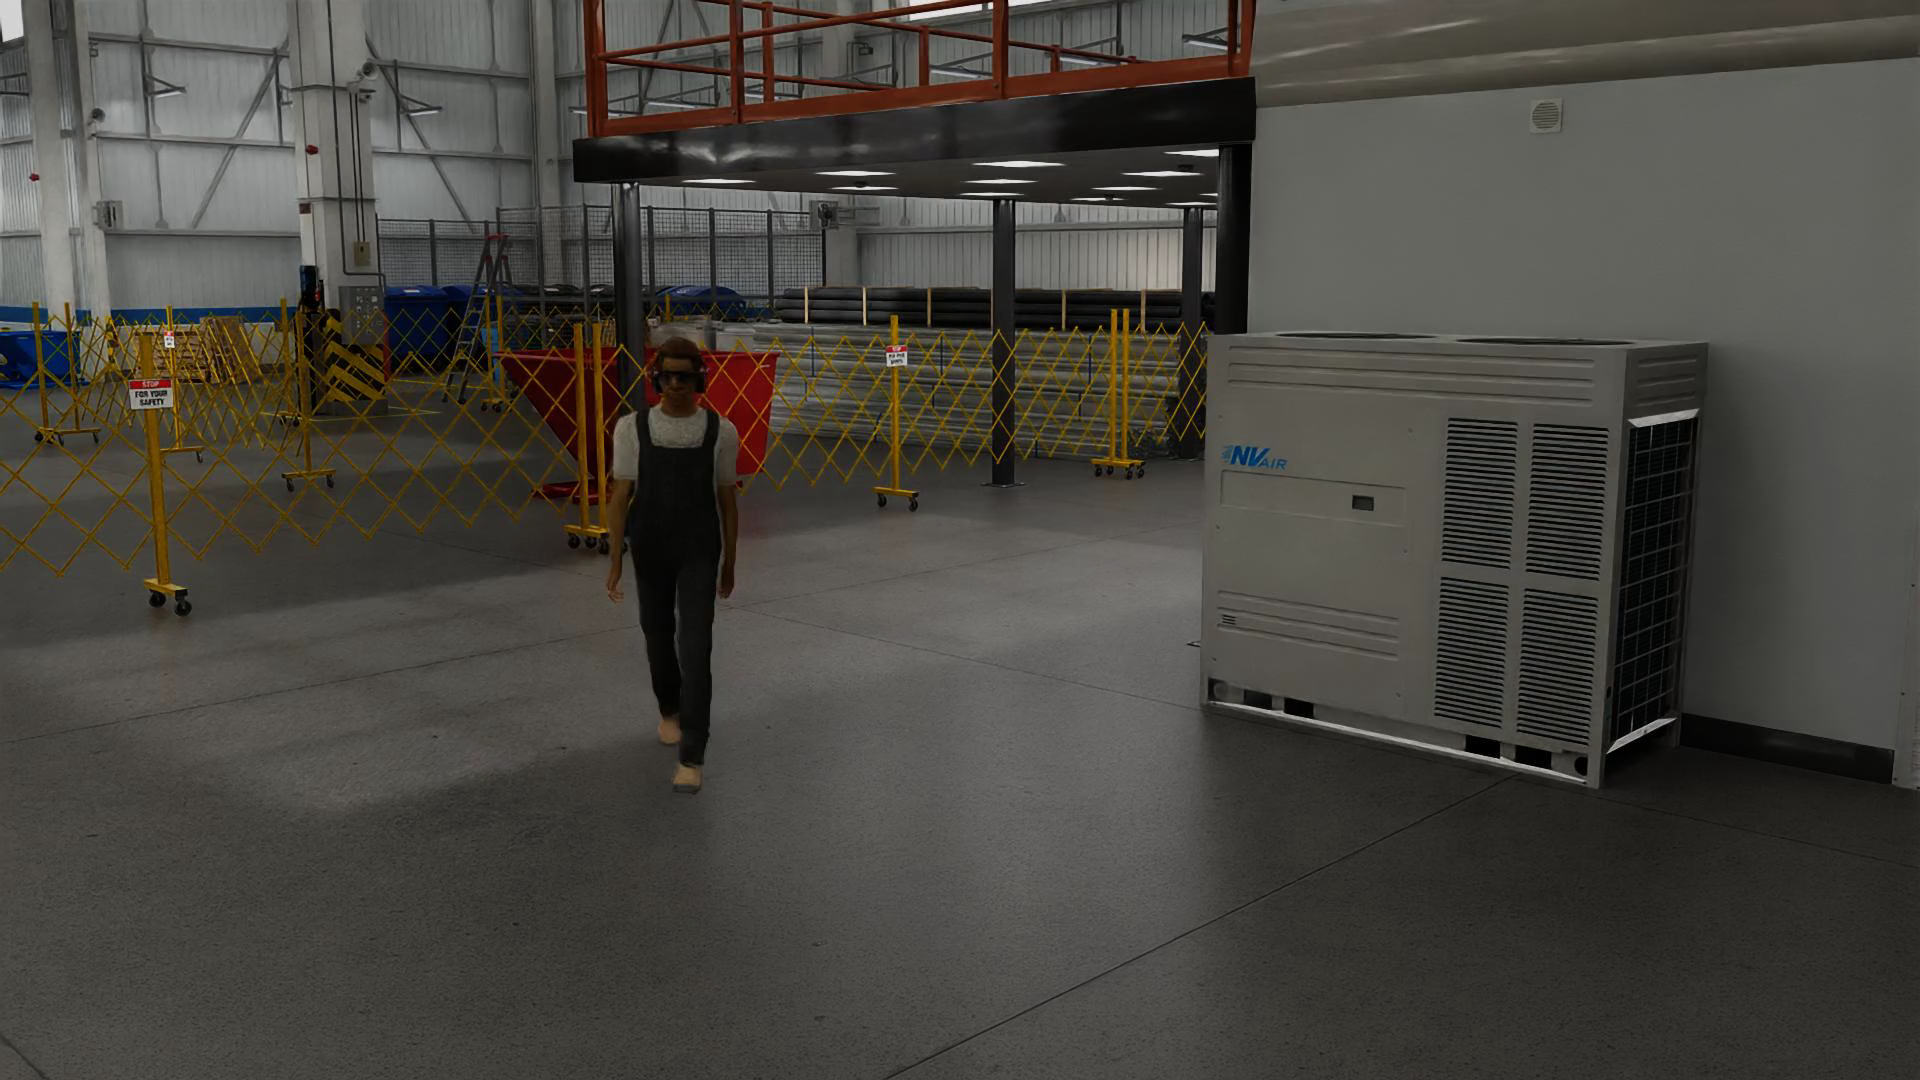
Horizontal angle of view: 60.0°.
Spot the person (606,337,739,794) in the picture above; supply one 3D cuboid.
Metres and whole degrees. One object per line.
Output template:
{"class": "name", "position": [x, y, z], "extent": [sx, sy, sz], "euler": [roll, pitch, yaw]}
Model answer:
{"class": "person", "position": [-1.175, 0.060, 6.893], "extent": [0.534, 1.812, 0.948], "euler": [-1, 9, -6]}
